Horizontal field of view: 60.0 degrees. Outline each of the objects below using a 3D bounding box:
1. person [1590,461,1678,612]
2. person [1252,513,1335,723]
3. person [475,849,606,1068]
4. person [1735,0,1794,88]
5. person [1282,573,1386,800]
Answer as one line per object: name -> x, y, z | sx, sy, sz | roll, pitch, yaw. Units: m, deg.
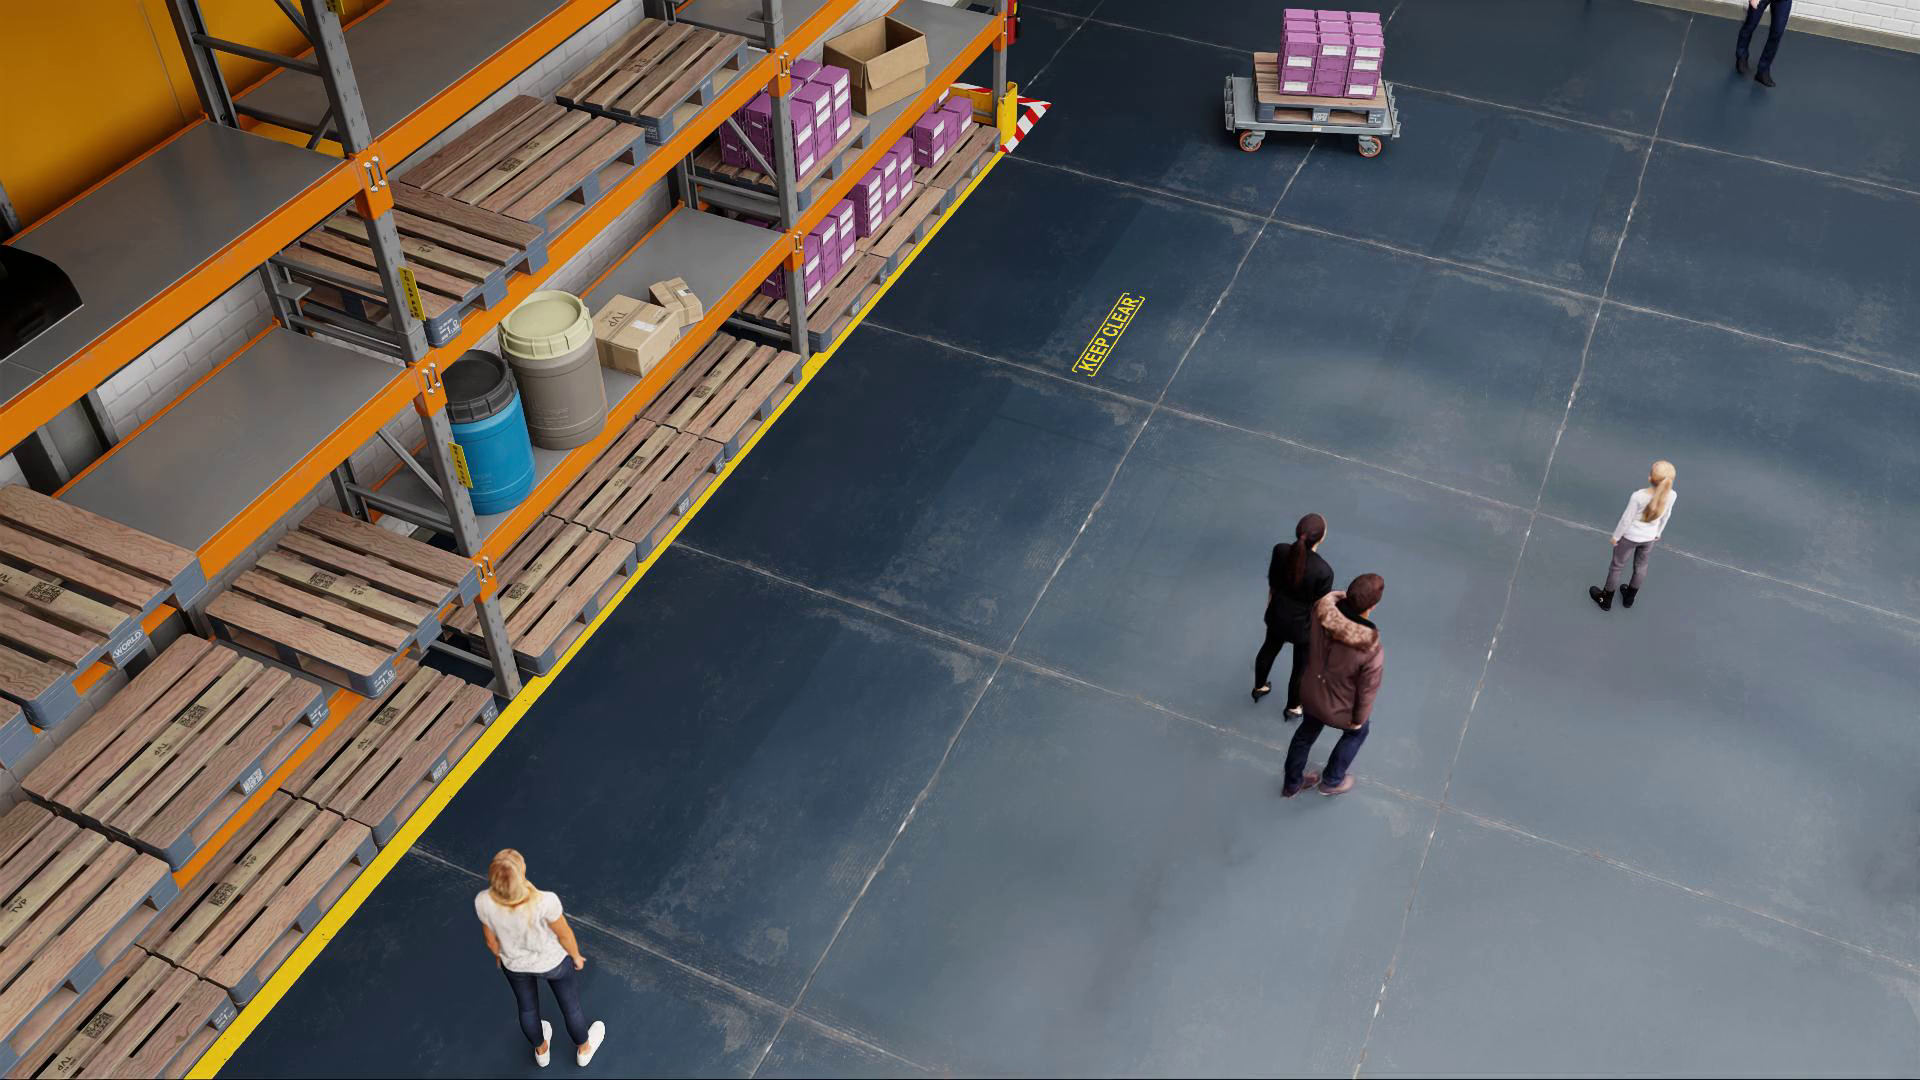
person -> 4.615, -0.033, 11.313 | 0.577, 1.279, 0.615 | -4, 44, -4
person -> 2.090, 0.496, 10.484 | 0.657, 1.657, 0.667 | -34, 53, -30
person -> -2.194, 2.179, 8.608 | 0.669, 1.809, 0.637 | 1, 44, 1
person -> 8.135, -5.566, 16.699 | 0.873, 1.862, 1.000 | 0, 44, 0
person -> 2.170, 0.941, 9.896 | 0.887, 1.825, 0.882 | -27, 50, -25
